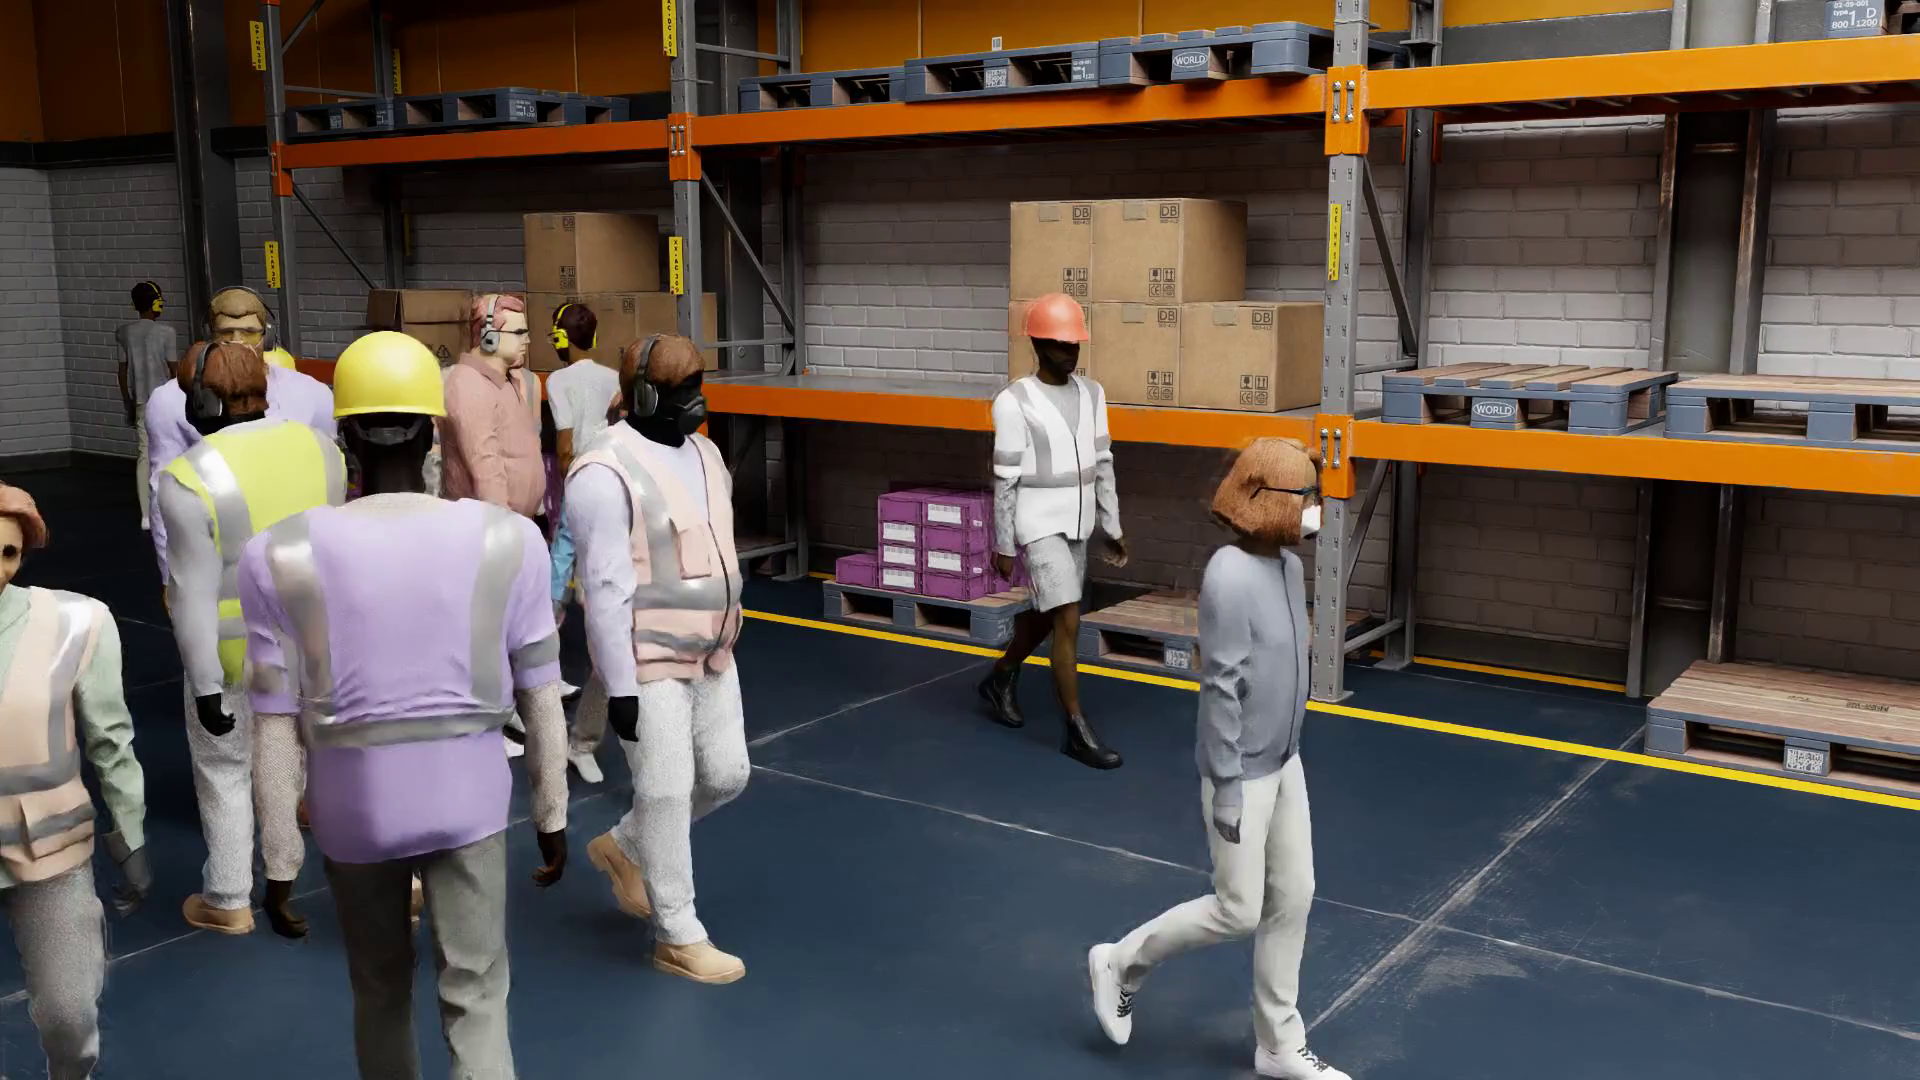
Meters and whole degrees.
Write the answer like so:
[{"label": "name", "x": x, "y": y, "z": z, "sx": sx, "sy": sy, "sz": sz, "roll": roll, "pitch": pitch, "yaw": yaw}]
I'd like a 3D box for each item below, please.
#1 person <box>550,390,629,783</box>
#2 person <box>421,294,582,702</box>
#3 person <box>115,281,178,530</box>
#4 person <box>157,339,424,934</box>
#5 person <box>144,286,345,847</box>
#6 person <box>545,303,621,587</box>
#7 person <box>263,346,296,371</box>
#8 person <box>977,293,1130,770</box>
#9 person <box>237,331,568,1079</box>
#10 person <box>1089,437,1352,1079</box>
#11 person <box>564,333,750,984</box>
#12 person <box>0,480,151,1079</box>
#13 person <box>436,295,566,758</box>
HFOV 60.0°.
[{"label": "person", "x": -1.283, "y": 0.201, "z": 6.212, "sx": 0.892, "sy": 1.583, "sz": 0.572, "roll": 7, "pitch": 12, "yaw": 38}, {"label": "person", "x": -2.098, "y": -0.162, "z": 7.532, "sx": 0.644, "sy": 1.862, "sz": 1.009, "roll": -8, "pitch": 13, "yaw": -41}, {"label": "person", "x": -6.058, "y": -1.006, "z": 12.534, "sx": 0.517, "sy": 1.874, "sz": 0.327, "roll": 1, "pitch": 10, "yaw": 6}, {"label": "person", "x": -1.974, "y": 0.324, "z": 4.819, "sx": 0.873, "sy": 1.810, "sz": 0.628, "roll": 6, "pitch": 11, "yaw": 30}, {"label": "person", "x": -2.456, "y": 0.093, "z": 5.793, "sx": 0.638, "sy": 1.937, "sz": 0.356, "roll": -6, "pitch": 11, "yaw": -32}, {"label": "person", "x": -1.825, "y": -0.213, "z": 7.968, "sx": 0.951, "sy": 1.815, "sz": 0.580, "roll": 6, "pitch": 11, "yaw": 33}, {"label": "person", "x": -2.926, "y": 0.015, "z": 7.012, "sx": 0.902, "sy": 1.687, "sz": 0.496, "roll": 9, "pitch": 13, "yaw": 43}, {"label": "person", "x": 0.351, "y": -0.071, "z": 6.899, "sx": 0.553, "sy": 1.905, "sz": 0.951, "roll": -8, "pitch": 12, "yaw": -40}, {"label": "person", "x": -1.072, "y": 0.540, "z": 3.279, "sx": 0.599, "sy": 1.896, "sz": 0.915, "roll": -4, "pitch": 10, "yaw": -20}, {"label": "person", "x": 0.658, "y": 0.544, "z": 4.052, "sx": 0.586, "sy": 1.615, "sz": 0.509, "roll": 6, "pitch": 11, "yaw": 34}, {"label": "person", "x": -0.864, "y": 0.331, "z": 4.712, "sx": 0.540, "sy": 1.827, "sz": 0.633, "roll": 5, "pitch": 11, "yaw": 26}, {"label": "person", "x": -1.994, "y": 0.647, "z": 3.449, "sx": 0.542, "sy": 1.614, "sz": 0.625, "roll": -6, "pitch": 11, "yaw": -33}, {"label": "person", "x": -1.853, "y": -0.038, "z": 6.722, "sx": 0.488, "sy": 1.887, "sz": 0.651, "roll": 0, "pitch": 10, "yaw": 0}]
